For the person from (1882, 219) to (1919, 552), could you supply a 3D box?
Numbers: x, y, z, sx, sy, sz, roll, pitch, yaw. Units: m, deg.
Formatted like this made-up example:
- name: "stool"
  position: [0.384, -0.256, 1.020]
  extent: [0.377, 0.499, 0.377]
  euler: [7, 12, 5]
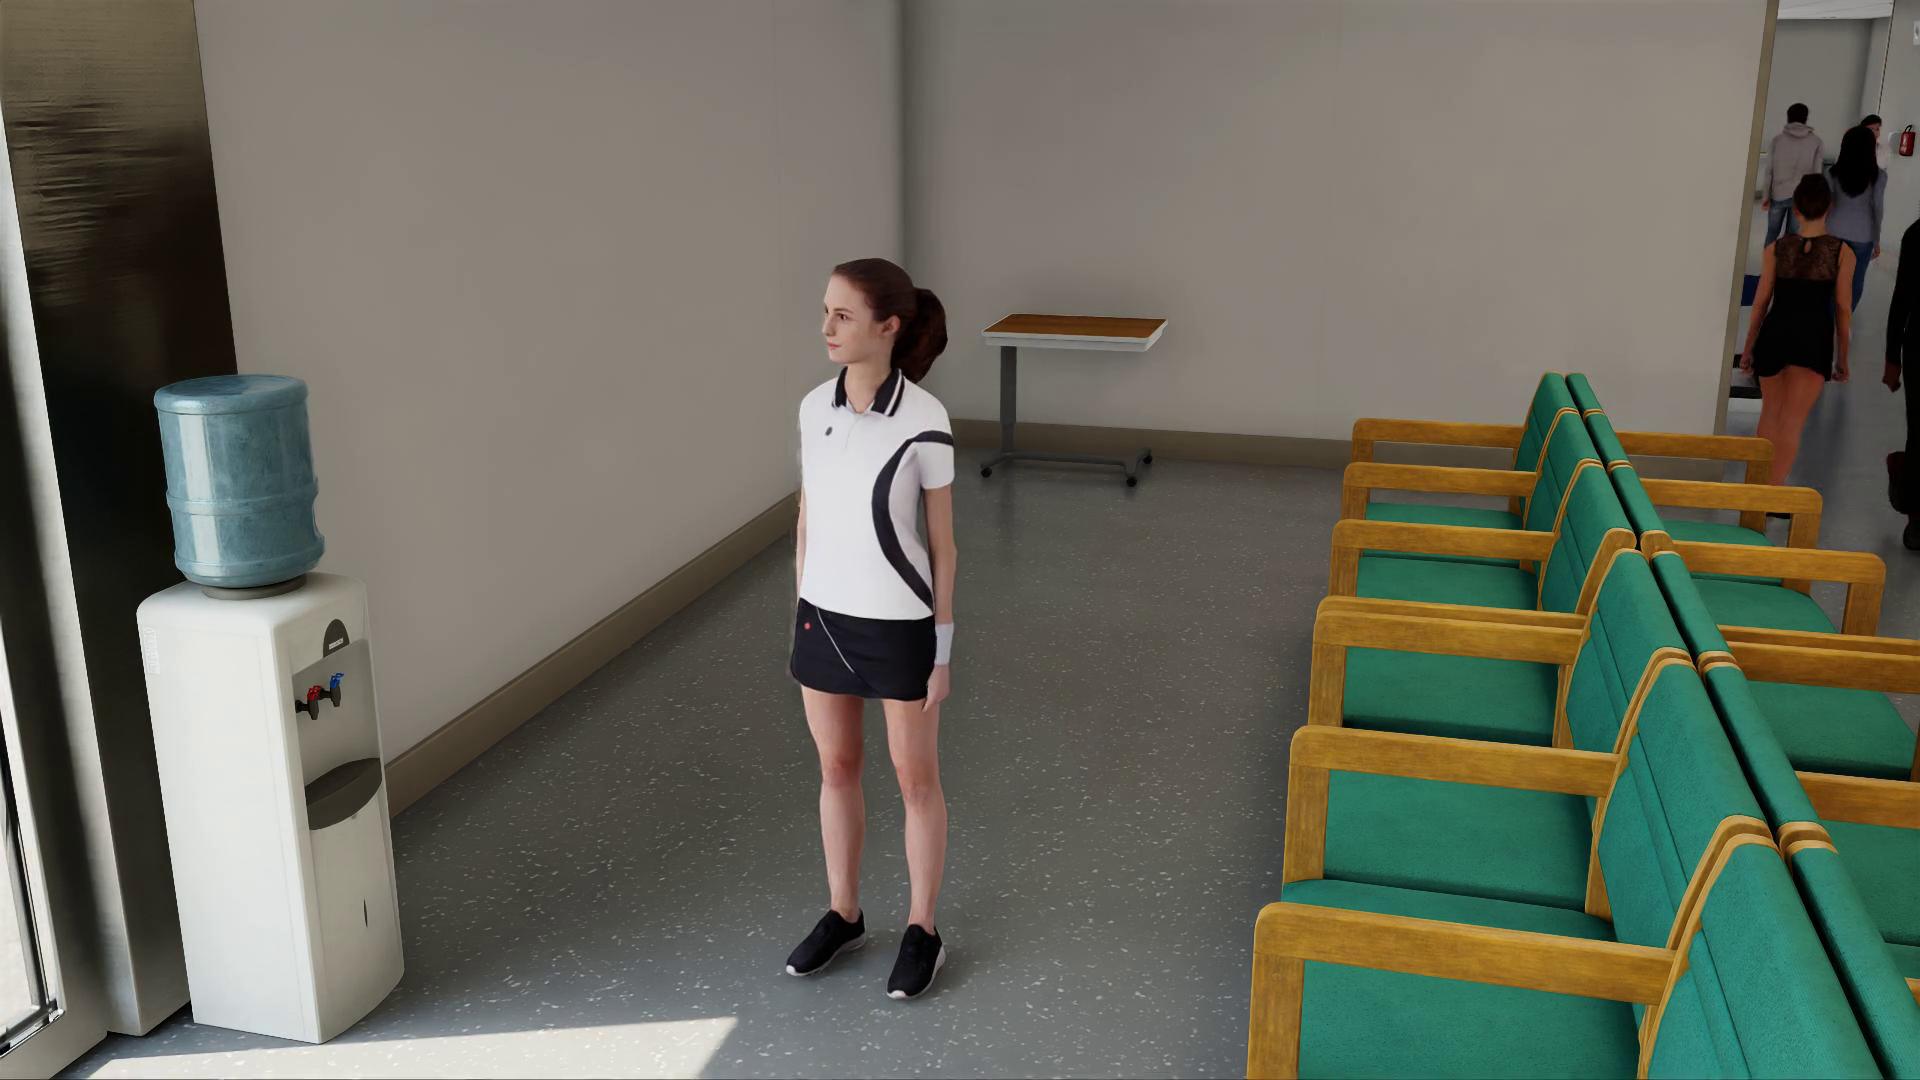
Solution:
- name: "person"
  position: [4.532, -0.881, 7.707]
  extent: [0.953, 1.794, 0.738]
  euler: [4, 16, 12]

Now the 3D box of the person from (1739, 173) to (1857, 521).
- name: "person"
  position: [4.029, -0.892, 8.063]
  extent: [1.174, 1.622, 0.996]
  euler: [13, 20, 38]

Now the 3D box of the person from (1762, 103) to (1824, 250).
- name: "person"
  position: [8.258, -3.383, 16.543]
  extent: [0.974, 1.815, 0.848]
  euler: [8, 17, 25]

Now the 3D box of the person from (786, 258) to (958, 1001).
- name: "person"
  position: [-0.200, 0.219, 3.889]
  extent: [0.505, 1.749, 0.651]
  euler: [7, 17, 25]

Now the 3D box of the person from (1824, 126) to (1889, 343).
- name: "person"
  position: [6.958, -2.348, 13.046]
  extent: [0.619, 1.722, 0.745]
  euler: [7, 17, 25]

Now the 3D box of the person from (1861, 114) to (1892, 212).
- name: "person"
  position: [9.175, -3.474, 17.017]
  extent: [0.722, 1.702, 0.769]
  euler: [1, 16, 2]
